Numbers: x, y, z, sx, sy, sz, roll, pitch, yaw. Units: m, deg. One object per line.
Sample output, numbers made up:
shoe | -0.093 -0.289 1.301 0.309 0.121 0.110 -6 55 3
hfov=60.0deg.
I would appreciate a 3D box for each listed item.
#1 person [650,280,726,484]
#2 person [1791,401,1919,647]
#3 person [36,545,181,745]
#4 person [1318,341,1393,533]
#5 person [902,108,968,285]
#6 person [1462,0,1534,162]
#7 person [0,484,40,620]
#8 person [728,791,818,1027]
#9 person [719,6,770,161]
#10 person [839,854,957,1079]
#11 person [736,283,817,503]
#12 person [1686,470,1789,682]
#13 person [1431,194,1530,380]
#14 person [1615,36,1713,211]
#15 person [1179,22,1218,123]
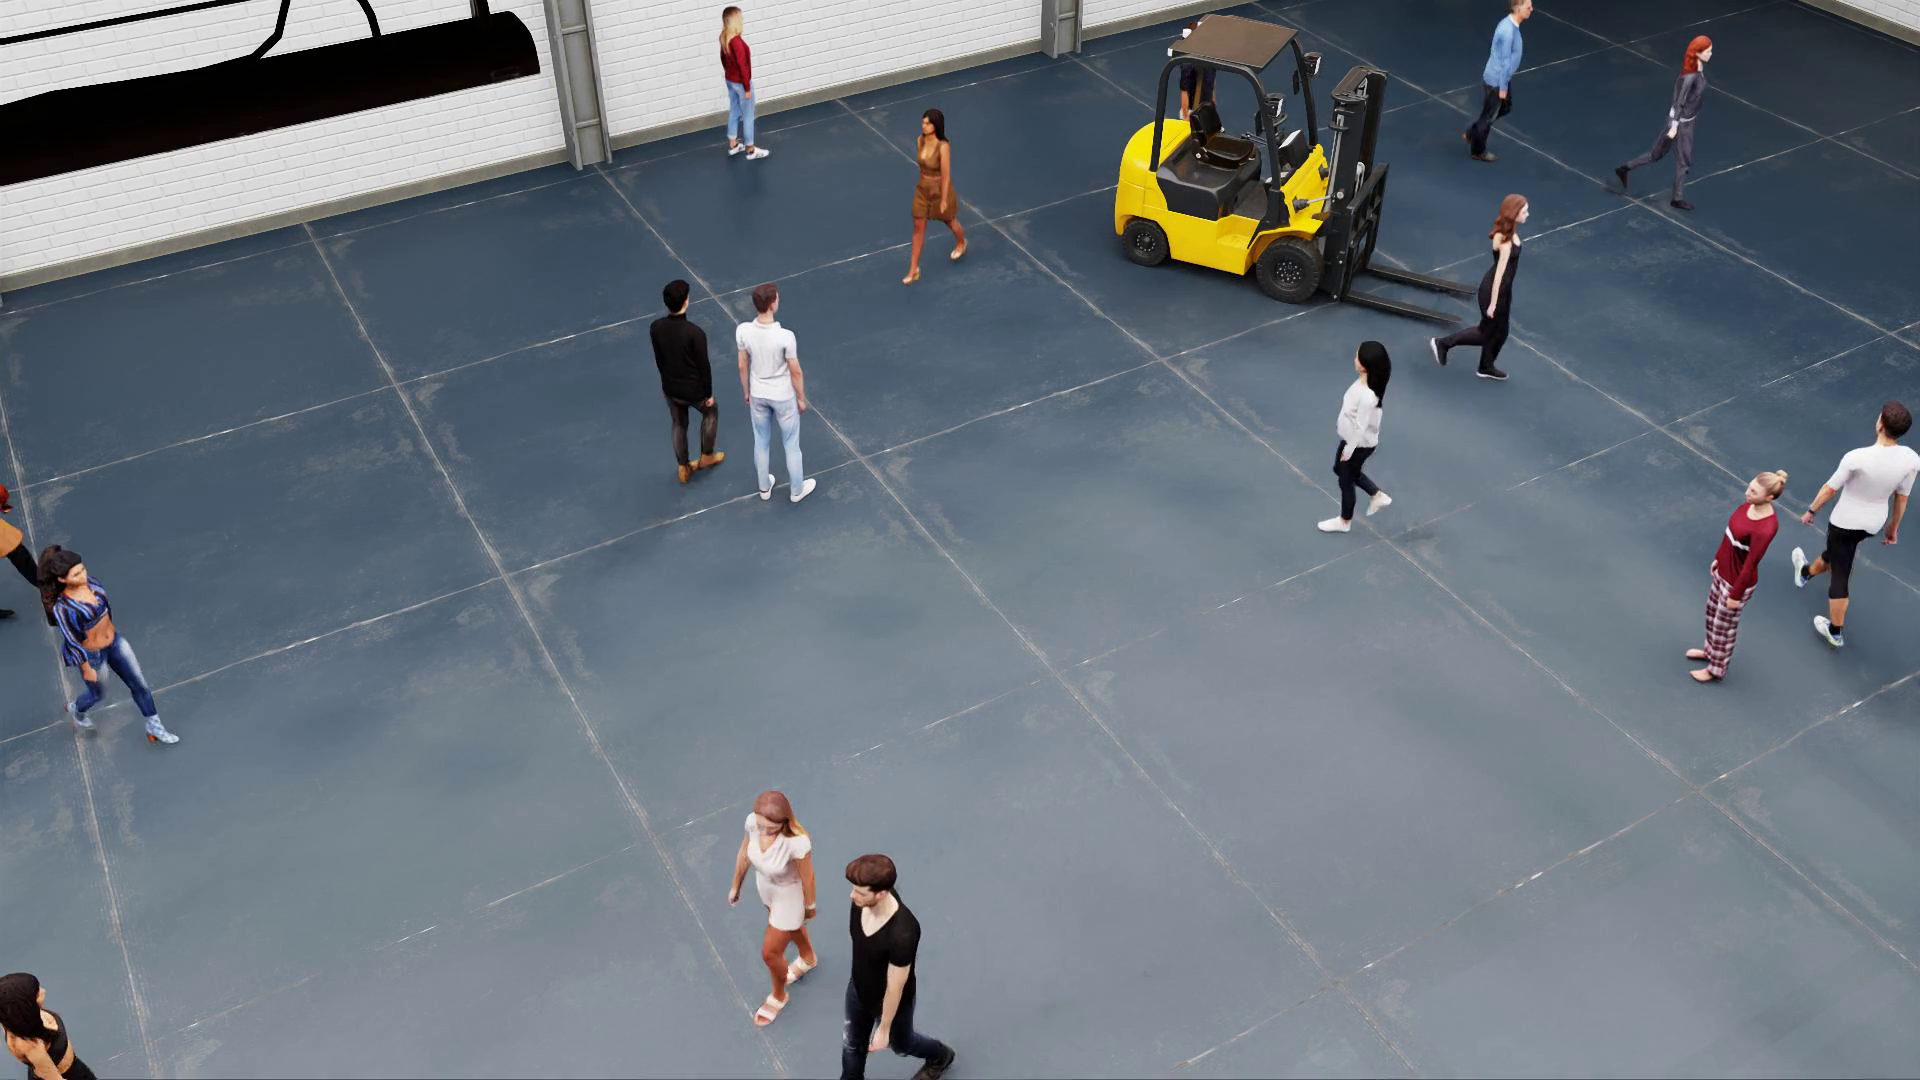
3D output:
person | -2.158 -1.175 12.867 0.828 1.711 0.879 14 41 16
person | 6.180 -0.061 11.392 1.205 1.810 1.103 -1 39 -1
person | -5.554 0.706 10.608 1.083 1.591 1.003 8 39 10
person | 3.038 -0.727 12.324 0.904 1.689 0.832 6 39 7
person | -0.170 -3.227 15.489 0.817 1.646 1.152 29 47 31
person | 5.542 -4.852 17.402 0.862 1.798 0.790 15 41 17
person | -6.924 -0.096 11.530 1.041 1.694 0.815 -13 41 -16
person | -0.900 1.876 9.082 0.856 1.666 0.724 -30 47 -32
person | -2.335 -4.809 17.480 0.602 1.633 0.631 -26 45 -28
person | -0.315 2.260 8.433 1.105 1.877 0.736 -25 45 -28
person | -1.424 -1.100 12.659 0.718 1.855 0.776 10 40 12
person | 5.199 0.224 11.127 0.727 1.697 0.697 4 39 6
person | 4.436 -2.124 14.038 0.972 1.732 0.948 13 40 15
person | 7.094 -4.168 16.584 0.997 1.749 1.110 21 43 24
person | 2.398 -4.381 16.790 0.910 1.825 0.752 17 42 20
